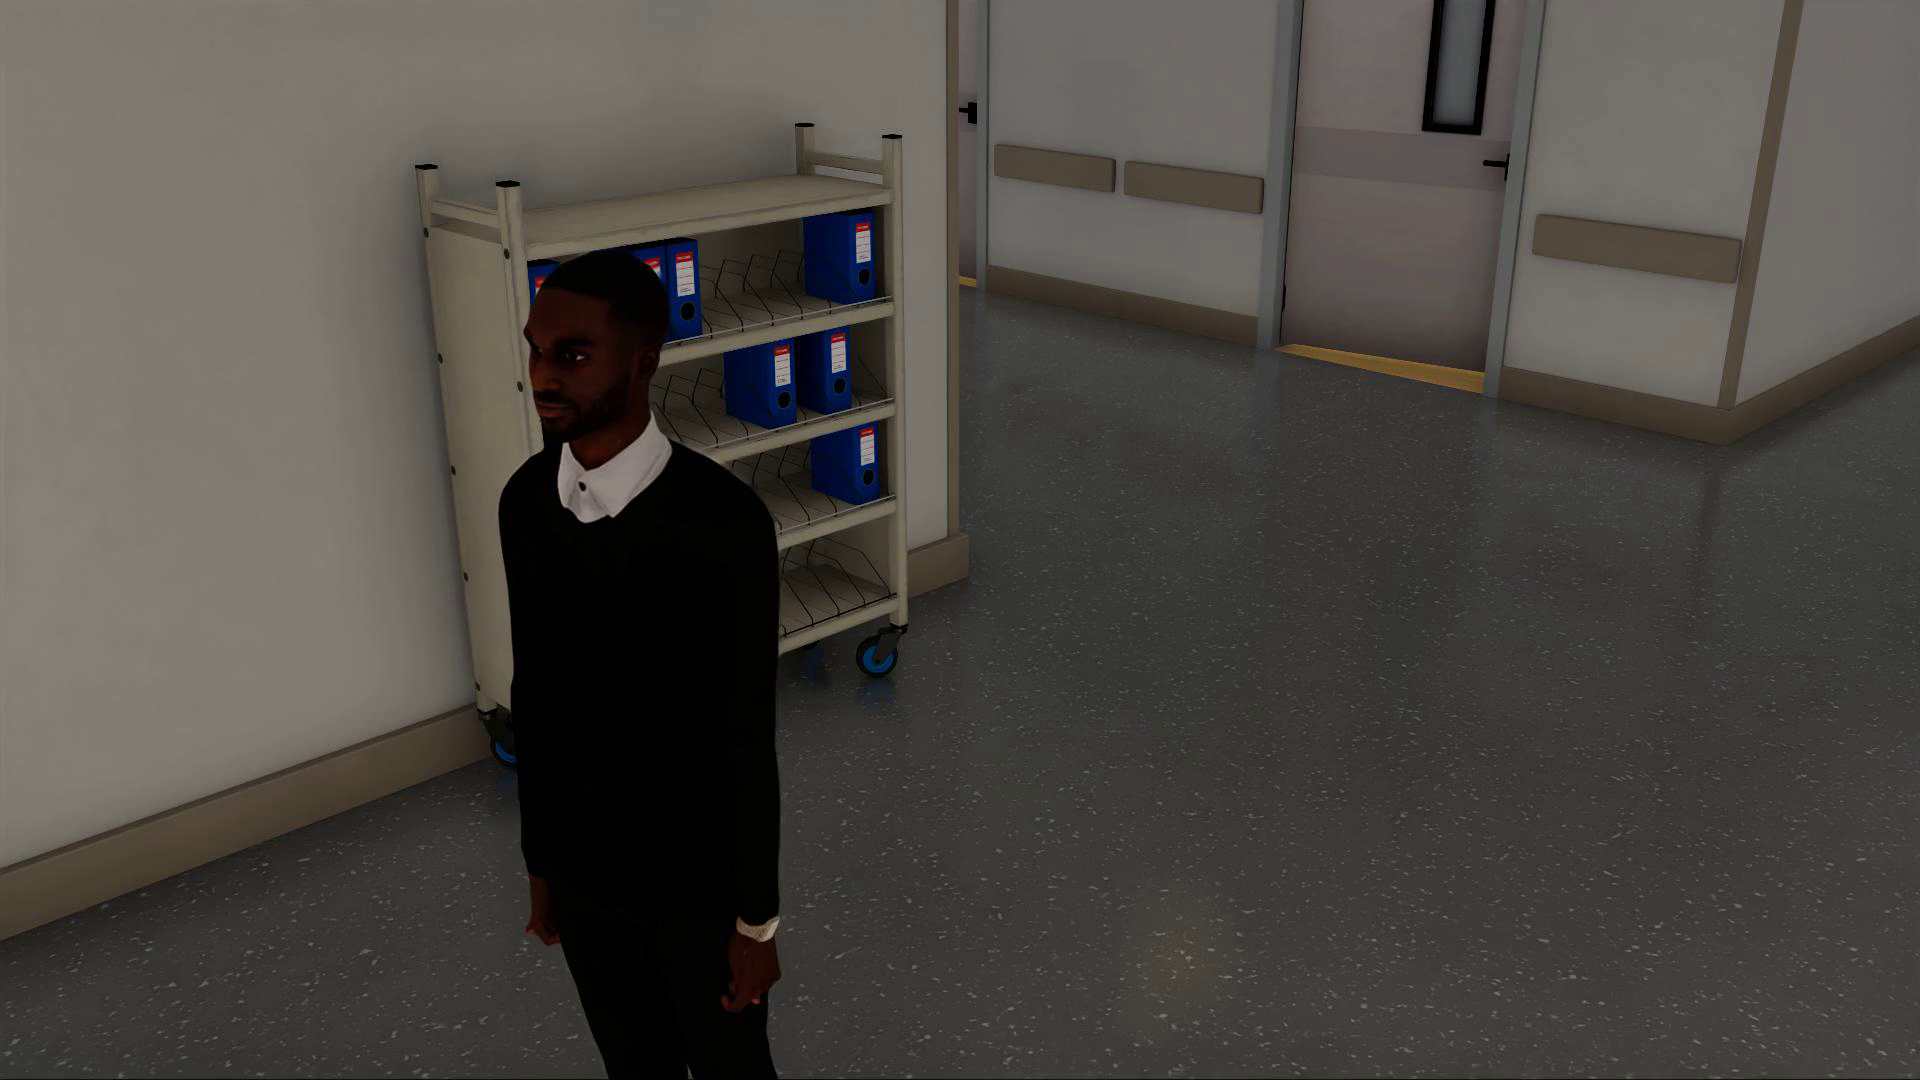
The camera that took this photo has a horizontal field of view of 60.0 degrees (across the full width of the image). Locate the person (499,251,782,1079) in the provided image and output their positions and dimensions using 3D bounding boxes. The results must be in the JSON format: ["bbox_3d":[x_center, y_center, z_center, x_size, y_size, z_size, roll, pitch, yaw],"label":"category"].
[{"bbox_3d":[-0.435,0.456,2.495,0.683,1.808,0.654,10,23,24],"label":"person"}]
